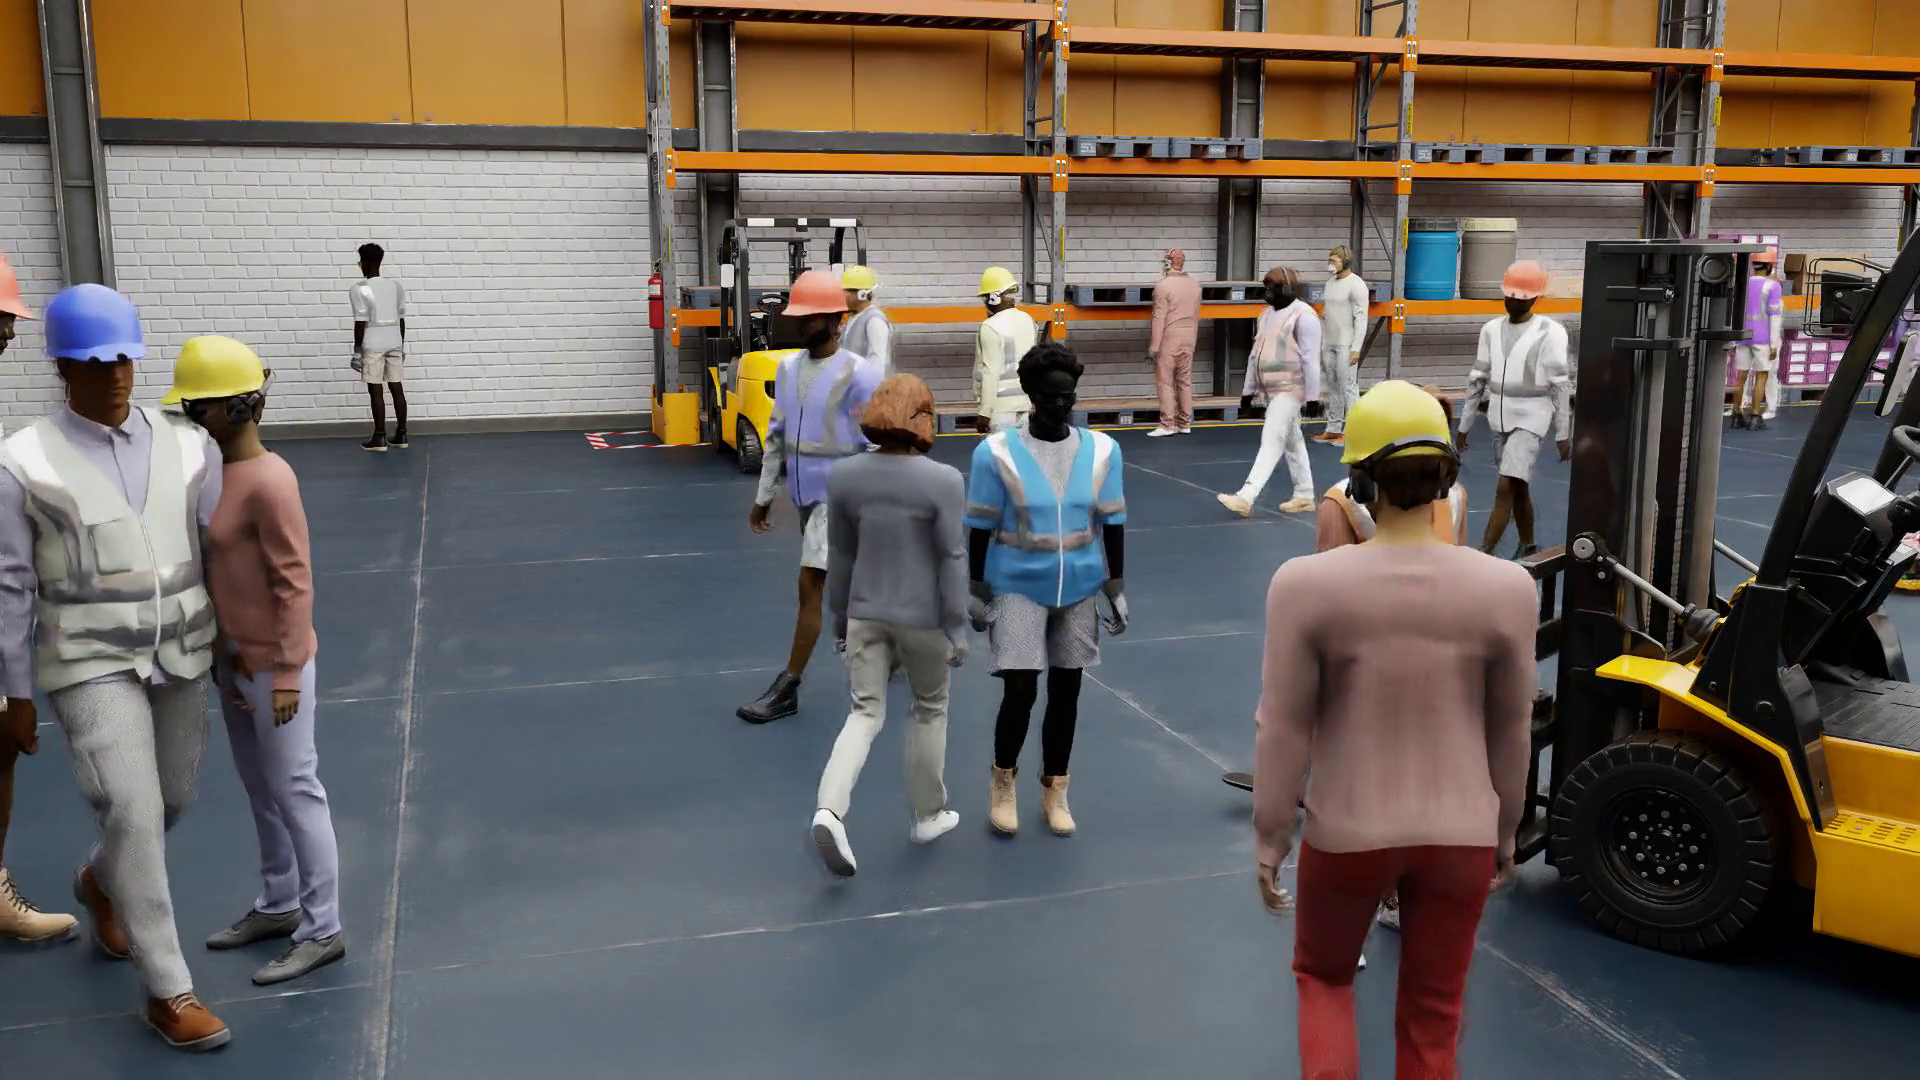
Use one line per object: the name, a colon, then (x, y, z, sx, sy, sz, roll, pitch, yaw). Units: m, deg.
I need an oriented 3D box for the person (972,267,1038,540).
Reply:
person: (0.285, -0.906, 11.131, 0.404, 1.825, 0.591, 7, 12, 32)

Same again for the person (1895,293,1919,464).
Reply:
person: (8.559, -1.639, 14.622, 0.629, 2.016, 0.670, 7, 13, 34)

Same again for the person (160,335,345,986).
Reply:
person: (-1.939, 0.328, 4.534, 0.330, 1.765, 0.533, -9, 14, -42)

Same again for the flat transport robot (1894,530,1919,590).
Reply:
flat transport robot: (5.748, 0.080, 9.990, 1.431, 0.197, 0.652, -7, 12, -34)

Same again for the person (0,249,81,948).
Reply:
person: (-2.874, 0.185, 4.624, 0.671, 2.012, 0.651, -1, 10, -6)

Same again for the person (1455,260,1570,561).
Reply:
person: (3.137, -0.662, 9.628, 0.955, 1.877, 0.602, -6, 12, -29)

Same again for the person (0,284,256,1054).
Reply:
person: (-2.193, 0.294, 4.326, 0.901, 1.916, 0.608, 7, 13, 35)

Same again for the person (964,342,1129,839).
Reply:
person: (0.290, 0.182, 5.553, 0.548, 1.681, 0.368, -3, 11, -16)

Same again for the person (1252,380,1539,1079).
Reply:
person: (0.842, 0.565, 3.266, 0.538, 1.748, 0.387, 1, 10, 7)

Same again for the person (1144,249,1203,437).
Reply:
person: (2.147, -1.995, 16.921, 0.712, 1.901, 0.396, -9, 14, -41)

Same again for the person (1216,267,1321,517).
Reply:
person: (2.236, -1.063, 12.057, 0.939, 1.794, 0.660, -4, 11, -19)

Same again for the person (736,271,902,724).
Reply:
person: (-0.574, -0.211, 7.189, 0.553, 1.896, 1.022, 10, 14, 43)

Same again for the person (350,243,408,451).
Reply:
person: (-5.524, -1.831, 15.814, 0.368, 1.967, 0.600, 6, 12, 32)

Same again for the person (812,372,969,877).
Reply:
person: (-0.235, 0.267, 5.342, 0.503, 1.600, 0.745, 4, 11, 22)

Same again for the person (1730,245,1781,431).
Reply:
person: (8.355, -2.113, 17.445, 0.367, 1.936, 0.547, -6, 12, -30)

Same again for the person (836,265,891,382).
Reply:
person: (-0.646, -1.079, 12.082, 0.553, 1.821, 0.604, -4, 11, -23)

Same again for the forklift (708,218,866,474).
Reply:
forklift: (-1.522, -1.778, 14.899, 1.214, 2.155, 2.313, -3, 11, -17)

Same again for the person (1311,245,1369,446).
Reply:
person: (3.707, -1.882, 16.168, 0.353, 1.937, 0.635, -4, 11, -19)

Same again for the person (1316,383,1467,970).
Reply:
person: (1.191, 0.375, 4.643, 0.518, 1.633, 0.310, -5, 12, -27)

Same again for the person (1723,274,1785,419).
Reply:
person: (8.815, -2.129, 18.422, 0.681, 1.616, 0.519, -3, 11, -17)

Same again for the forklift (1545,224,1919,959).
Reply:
forklift: (2.909, 0.117, 4.508, 2.313, 2.155, 1.214, 9, 14, 40)
